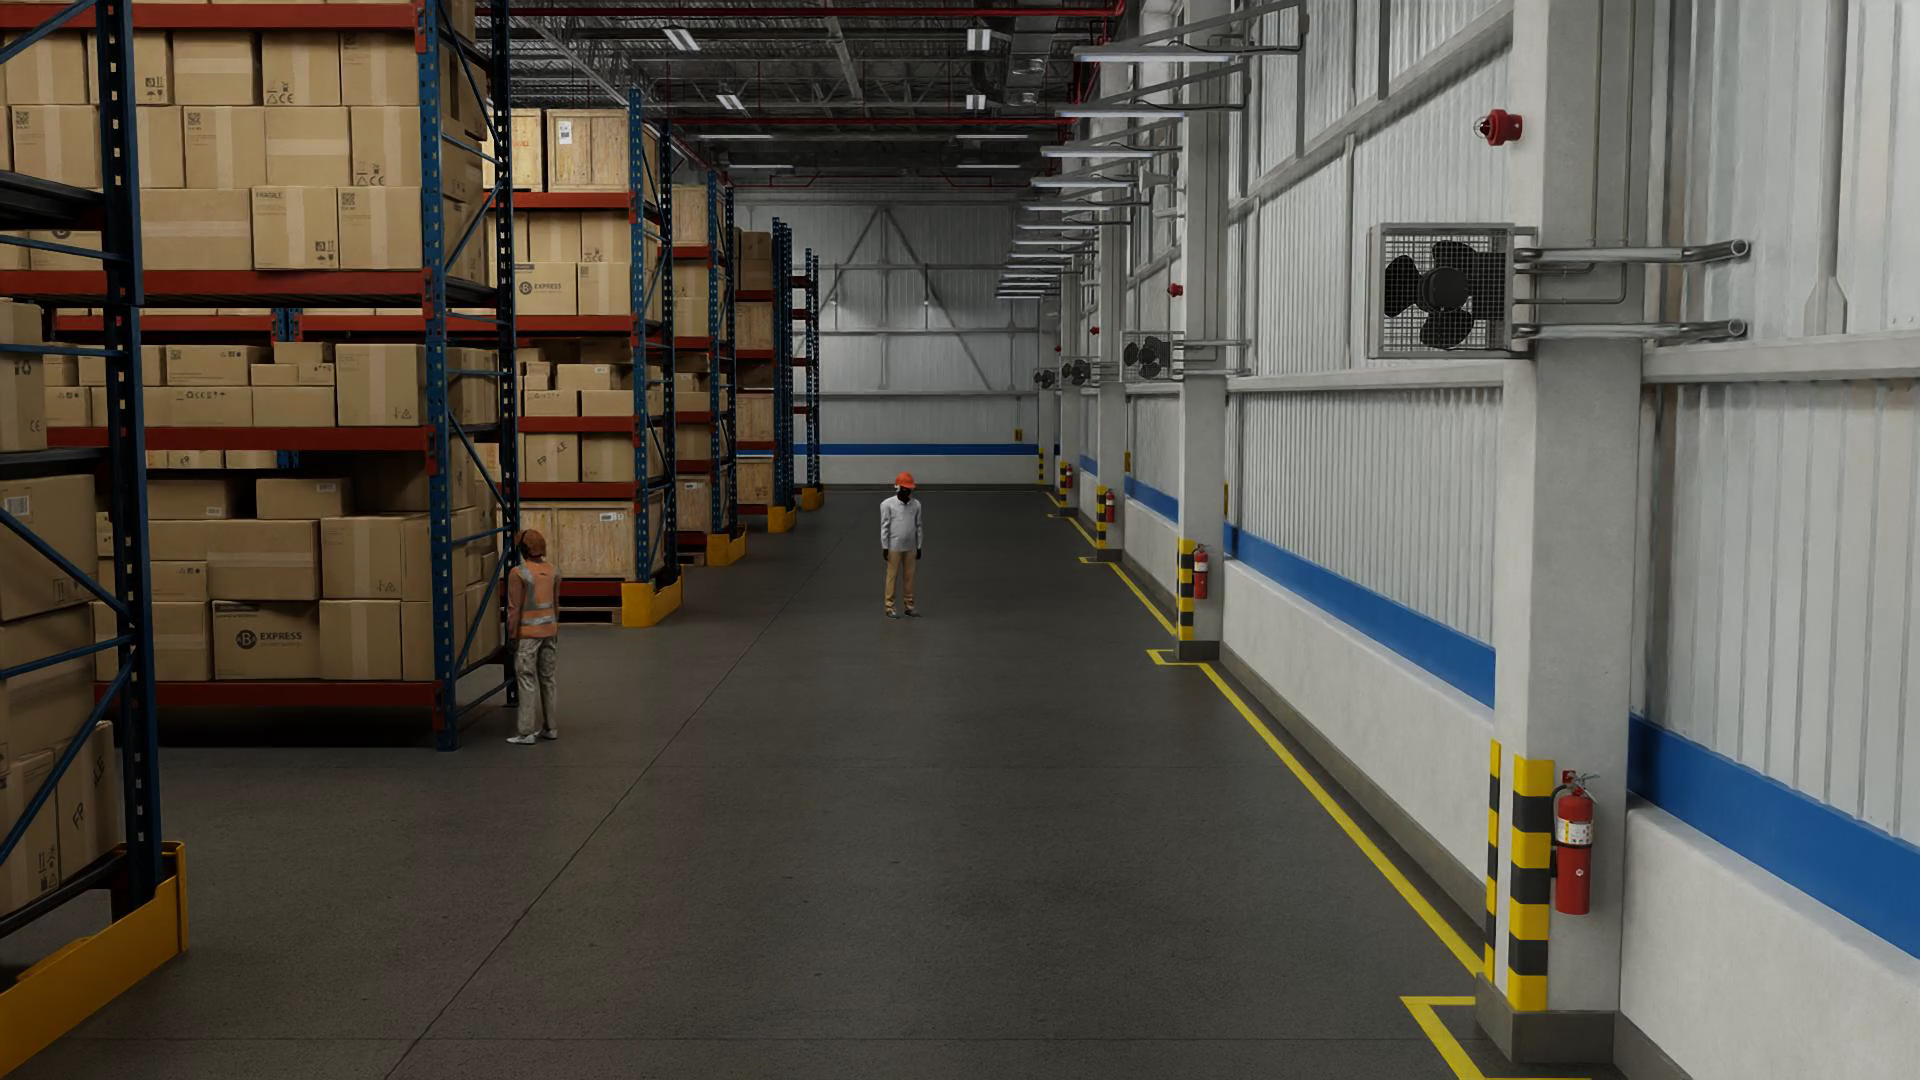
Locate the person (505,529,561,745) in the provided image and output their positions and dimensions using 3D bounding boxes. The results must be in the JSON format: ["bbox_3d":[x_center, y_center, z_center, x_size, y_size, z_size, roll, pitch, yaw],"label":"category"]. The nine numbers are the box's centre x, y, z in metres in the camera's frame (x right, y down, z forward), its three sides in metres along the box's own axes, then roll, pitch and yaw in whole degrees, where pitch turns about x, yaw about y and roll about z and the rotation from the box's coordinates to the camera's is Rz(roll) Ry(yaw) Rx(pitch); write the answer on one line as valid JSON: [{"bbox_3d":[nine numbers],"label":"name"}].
[{"bbox_3d":[-3.221,0.730,12.604,0.316,1.630,0.528,3,6,29],"label":"person"}]

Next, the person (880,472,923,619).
[{"bbox_3d":[-0.674,0.063,19.732,0.564,1.743,0.351,-3,6,-31],"label":"person"}]
